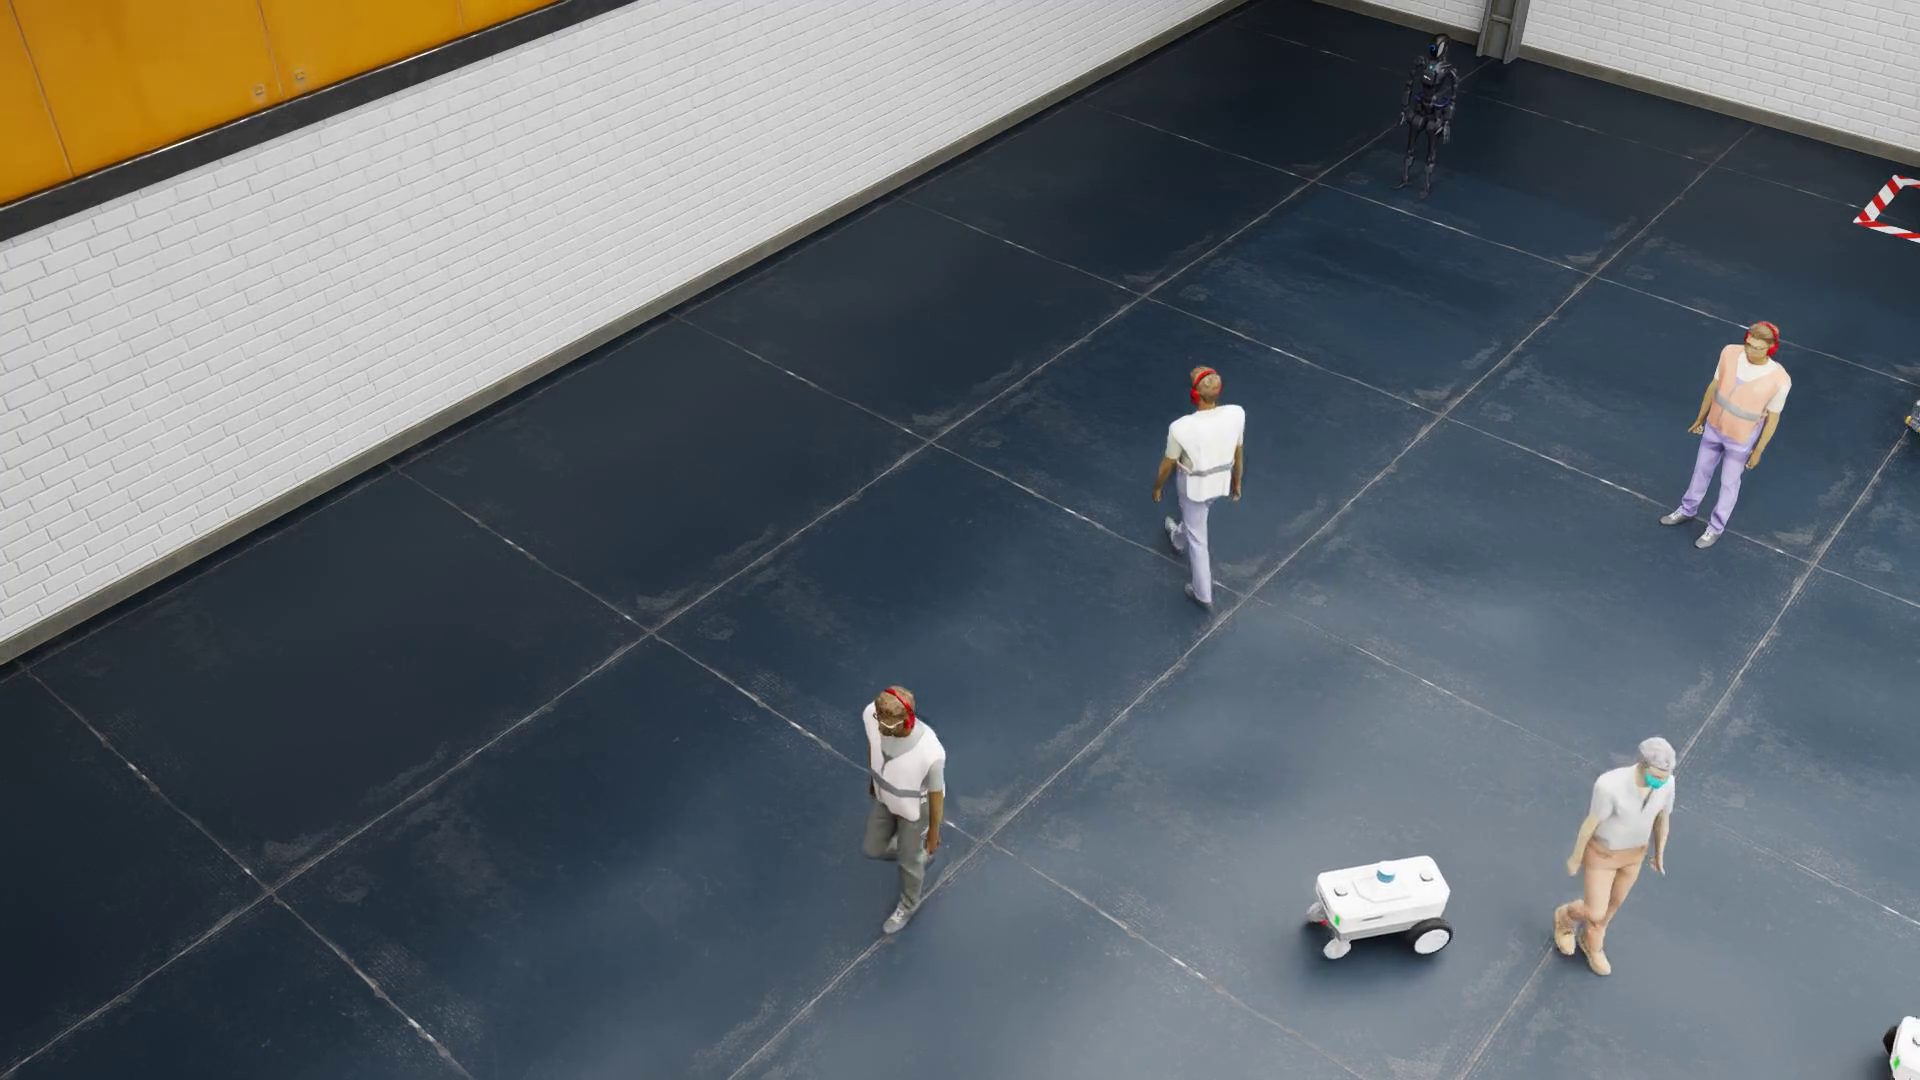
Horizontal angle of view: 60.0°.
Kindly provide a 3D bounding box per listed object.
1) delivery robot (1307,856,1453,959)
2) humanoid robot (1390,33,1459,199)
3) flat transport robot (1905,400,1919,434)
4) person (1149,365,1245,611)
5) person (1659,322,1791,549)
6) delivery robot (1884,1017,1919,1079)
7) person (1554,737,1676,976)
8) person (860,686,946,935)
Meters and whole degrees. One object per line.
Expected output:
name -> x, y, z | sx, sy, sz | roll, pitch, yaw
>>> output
delivery robot -> 2.427, 2.069, 9.506 | 0.791, 0.614, 0.499 | -7, 39, -9
humanoid robot -> 4.597, -4.169, 16.328 | 0.315, 1.657, 0.599 | -31, 48, -33
flat transport robot -> 8.290, -0.682, 13.133 | 0.659, 0.231, 1.431 | -14, 41, -17
person -> 1.614, -0.438, 11.608 | 0.585, 1.793, 0.963 | -17, 42, -20
person -> 5.569, -0.777, 11.996 | 0.376, 1.841, 0.571 | -20, 43, -23
delivery robot -> 5.170, 2.798, 8.582 | 0.793, 0.590, 0.499 | 22, 44, 25
person -> 3.573, 1.701, 9.008 | 0.528, 1.727, 0.381 | -8, 40, -10
person -> -0.315, 1.470, 9.213 | 0.583, 1.826, 0.454 | 32, 49, 33
